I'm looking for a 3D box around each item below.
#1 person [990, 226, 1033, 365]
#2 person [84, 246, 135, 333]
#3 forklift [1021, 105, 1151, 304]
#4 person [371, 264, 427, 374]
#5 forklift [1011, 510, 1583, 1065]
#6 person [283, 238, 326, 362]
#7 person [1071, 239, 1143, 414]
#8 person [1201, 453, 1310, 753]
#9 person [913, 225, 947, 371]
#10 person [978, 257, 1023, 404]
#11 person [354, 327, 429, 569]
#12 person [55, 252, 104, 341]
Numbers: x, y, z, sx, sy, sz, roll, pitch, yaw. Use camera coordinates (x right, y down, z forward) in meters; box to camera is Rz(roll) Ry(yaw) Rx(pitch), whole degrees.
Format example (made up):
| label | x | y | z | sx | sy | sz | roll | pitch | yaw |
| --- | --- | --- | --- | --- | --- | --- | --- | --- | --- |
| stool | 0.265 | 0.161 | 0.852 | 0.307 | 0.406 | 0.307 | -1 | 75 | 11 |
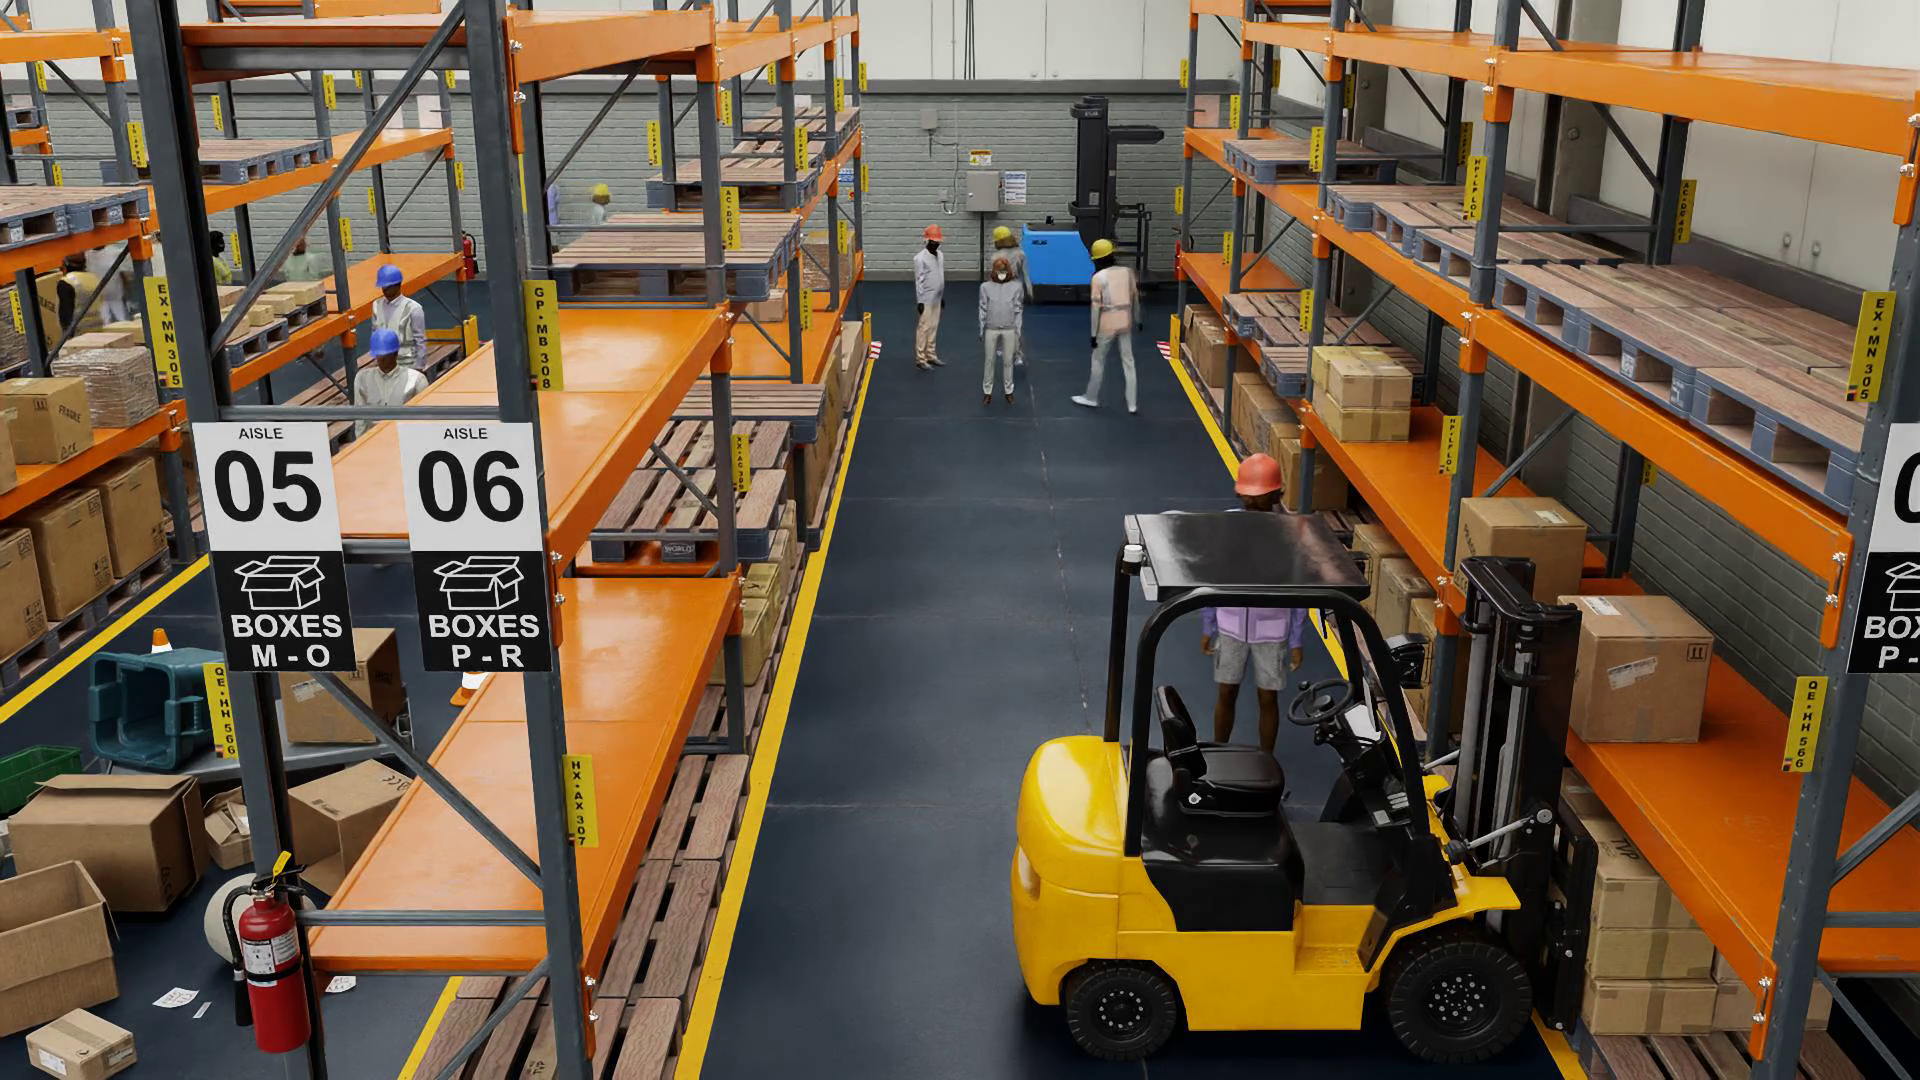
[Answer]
| label | x | y | z | sx | sy | sz | roll | pitch | yaw |
| --- | --- | --- | --- | --- | --- | --- | --- | --- | --- |
| person | 0.619 | -3.008 | 20.457 | 0.534 | 1.684 | 0.804 | -9 | 20 | -26 |
| person | -10.105 | -2.872 | 19.805 | 0.538 | 1.840 | 0.619 | -3 | 19 | -9 |
| forklift | 1.857 | -4.944 | 24.441 | 1.873 | 2.768 | 1.129 | 0 | 18 | 0 |
| person | -5.422 | -1.704 | 16.105 | 0.605 | 1.948 | 0.384 | 7 | 20 | 20 |
| forklift | 1.387 | 1.055 | 7.378 | 2.313 | 2.155 | 1.214 | 0 | 18 | 0 |
| person | -8.111 | -2.995 | 20.531 | 0.515 | 1.610 | 0.537 | 4 | 19 | 10 |
| person | 1.709 | -2.331 | 18.116 | 0.807 | 1.872 | 0.807 | -11 | 21 | -29 |
| person | 1.636 | 0.500 | 9.293 | 0.609 | 2.044 | 0.396 | 8 | 20 | 22 |
| person | -0.337 | -2.939 | 20.149 | 0.339 | 1.748 | 0.564 | 11 | 21 | 29 |
| person | 0.447 | -2.323 | 18.471 | 0.499 | 1.633 | 0.289 | -1 | 18 | -3 |
| person | -4.457 | -0.721 | 13.133 | 0.605 | 1.948 | 0.384 | -1 | 18 | -2 |
| person | -9.469 | -2.192 | 17.807 | 0.518 | 1.809 | 0.735 | 2 | 18 | 5 |
